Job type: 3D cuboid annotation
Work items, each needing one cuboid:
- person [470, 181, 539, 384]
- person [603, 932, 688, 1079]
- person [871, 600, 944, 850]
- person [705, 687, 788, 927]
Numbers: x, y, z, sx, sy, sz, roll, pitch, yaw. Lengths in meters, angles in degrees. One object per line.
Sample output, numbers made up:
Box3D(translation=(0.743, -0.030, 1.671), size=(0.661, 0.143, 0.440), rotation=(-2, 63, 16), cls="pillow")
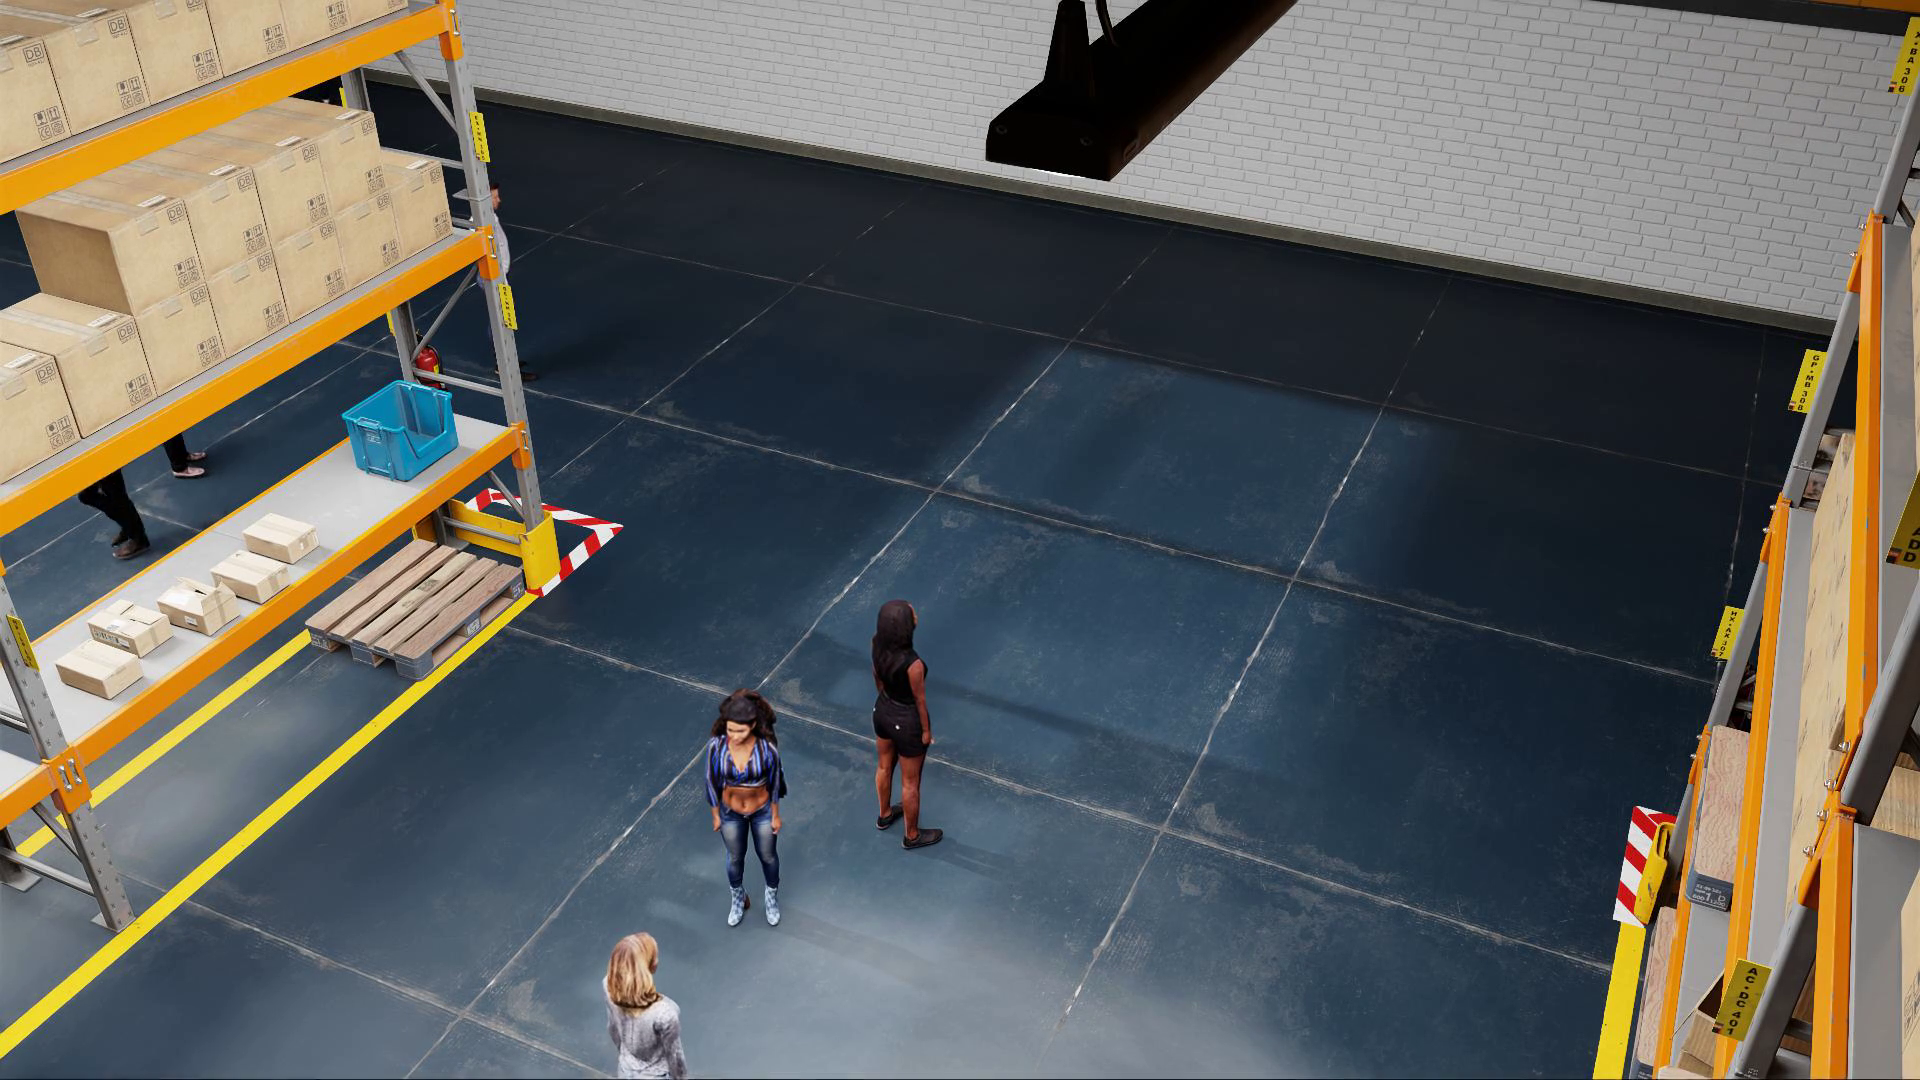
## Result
Box3D(translation=(-4.151, -2.308, 14.810), size=(0.771, 1.873, 0.727), rotation=(-15, 37, -22), cls="person")
Box3D(translation=(-1.425, 2.486, 7.668), size=(0.632, 1.795, 0.577), rotation=(23, 40, 31), cls="person")
Box3D(translation=(-0.350, 1.074, 9.842), size=(0.645, 1.741, 0.663), rotation=(-26, 41, -33), cls="person")
Box3D(translation=(-1.185, 1.513, 9.293), size=(0.684, 1.616, 0.683), rotation=(0, 34, 0), cls="person")
